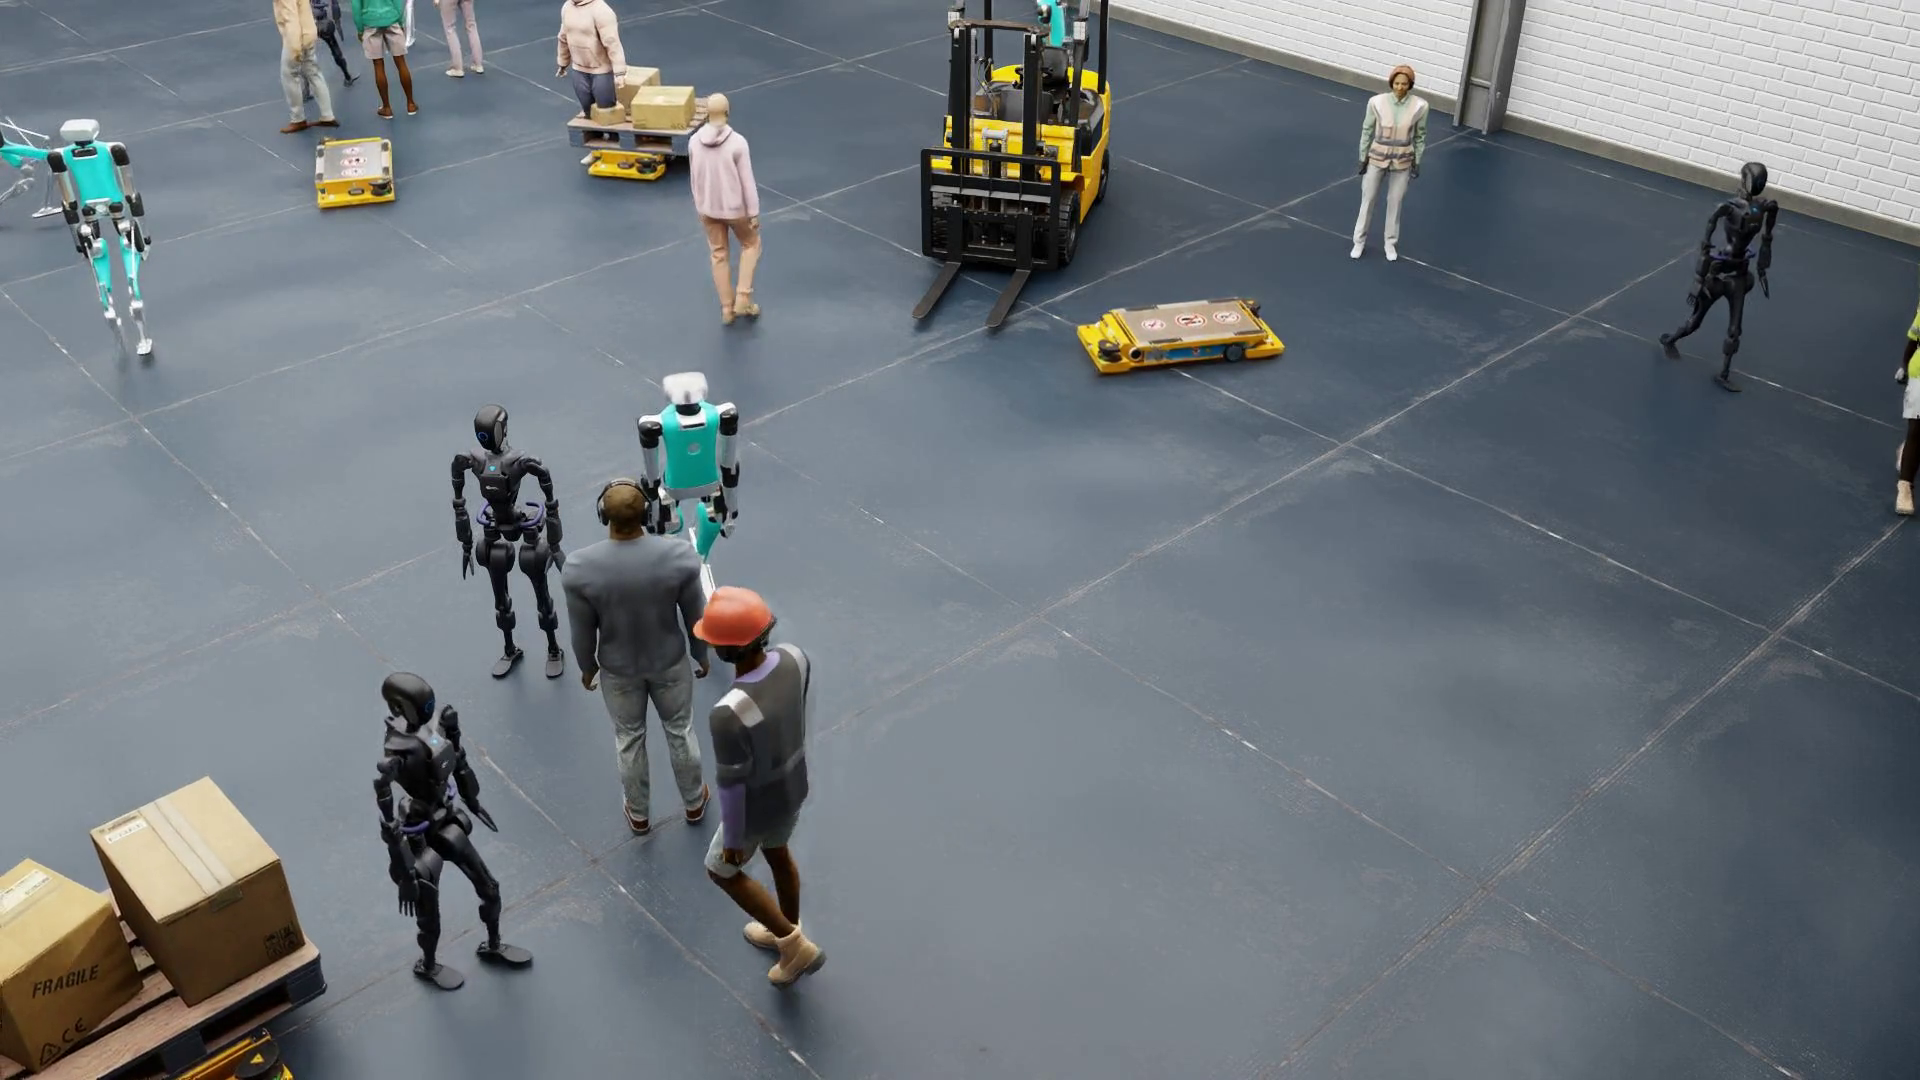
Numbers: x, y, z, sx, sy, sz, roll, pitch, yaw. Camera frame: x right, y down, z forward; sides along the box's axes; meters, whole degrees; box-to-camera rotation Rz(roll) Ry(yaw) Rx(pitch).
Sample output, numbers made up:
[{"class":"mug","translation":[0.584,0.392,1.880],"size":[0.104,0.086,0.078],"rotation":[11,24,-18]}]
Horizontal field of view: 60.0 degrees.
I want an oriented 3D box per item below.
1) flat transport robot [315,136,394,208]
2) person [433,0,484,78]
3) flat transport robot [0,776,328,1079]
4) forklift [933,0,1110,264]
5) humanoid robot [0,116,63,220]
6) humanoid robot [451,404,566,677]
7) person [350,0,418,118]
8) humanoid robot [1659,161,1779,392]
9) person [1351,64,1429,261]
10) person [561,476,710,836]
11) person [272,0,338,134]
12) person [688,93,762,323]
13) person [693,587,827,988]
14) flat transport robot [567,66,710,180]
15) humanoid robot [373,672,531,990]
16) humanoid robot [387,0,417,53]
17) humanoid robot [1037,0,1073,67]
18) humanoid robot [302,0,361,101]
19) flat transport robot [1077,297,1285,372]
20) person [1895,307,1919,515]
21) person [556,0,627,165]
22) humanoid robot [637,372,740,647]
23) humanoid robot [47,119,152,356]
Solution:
[{"class":"flat transport robot","translation":[-5.626,-3.446,15.469],"size":[0.659,0.231,1.431],"rotation":[-9,34,-14]},{"class":"person","translation":[-5.430,-5.860,17.821],"size":[0.533,1.756,0.347],"rotation":[-28,42,-36]},{"class":"flat transport robot","translation":[-3.460,2.025,7.061],"size":[0.659,0.231,1.431],"rotation":[-28,42,-36]},{"class":"forklift","translation":[0.570,-3.725,14.138],"size":[1.214,2.155,2.313],"rotation":[9,34,13]},{"class":"humanoid robot","translation":[-8.152,-3.508,14.205],"size":[0.949,1.735,0.547],"rotation":[-18,37,-25]},{"class":"humanoid robot","translation":[-2.370,0.017,8.843],"size":[0.599,1.658,0.315],"rotation":[2,33,3]},{"class":"person","translation":[-5.805,-5.156,16.649],"size":[0.494,1.851,0.403],"rotation":[-14,36,-21]},{"class":"humanoid robot","translation":[5.475,-1.926,11.886],"size":[0.595,1.643,0.748],"rotation":[-6,34,-10]},{"class":"person","translation":[3.534,-3.097,13.673],"size":[0.514,1.639,0.313],"rotation":[6,33,9]},{"class":"person","translation":[-1.477,0.562,7.781],"size":[0.634,1.937,0.353],"rotation":[-7,34,-11]},{"class":"person","translation":[-6.547,-4.932,16.302],"size":[0.552,1.855,0.648],"rotation":[-4,33,-5]},{"class":"person","translation":[-1.777,-2.501,12.642],"size":[0.561,1.766,0.480],"rotation":[10,34,14]},{"class":"person","translation":[-0.827,1.051,6.953],"size":[0.463,2.023,0.623],"rotation":[16,36,23]},{"class":"flat transport robot","translation":[-2.994,-3.816,16.038],"size":[0.659,0.231,1.431],"rotation":[7,34,11]},{"class":"humanoid robot","translation":[-2.204,1.240,6.974],"size":[0.454,1.642,0.583],"rotation":[10,34,15]},{"class":"humanoid robot","translation":[-6.397,-6.368,18.638],"size":[0.557,1.803,0.776],"rotation":[7,34,10]},{"class":"humanoid robot","translation":[1.031,-4.275,15.415],"size":[0.882,1.778,0.544],"rotation":[9,34,13]},{"class":"humanoid robot","translation":[-6.721,-5.453,17.319],"size":[0.615,1.615,0.825],"rotation":[8,34,12]},{"class":"flat transport robot","translation":[1.663,-1.547,12.552],"size":[1.431,0.231,0.659],"rotation":[-7,34,-10]},{"class":"person","translation":[6.211,-1.028,10.490],"size":[0.532,1.638,0.944],"rotation":[11,35,17]},{"class":"person","translation":[-3.409,-4.399,15.485],"size":[0.817,1.854,0.434],"rotation":[17,37,25]},{"class":"humanoid robot","translation":[-1.504,-0.217,9.155],"size":[0.543,1.723,1.018],"rotation":[-12,35,-18]},{"class":"humanoid robot","translation":[-6.152,-2.056,12.045],"size":[0.540,1.836,0.766],"rotation":[-9,34,-14]}]
